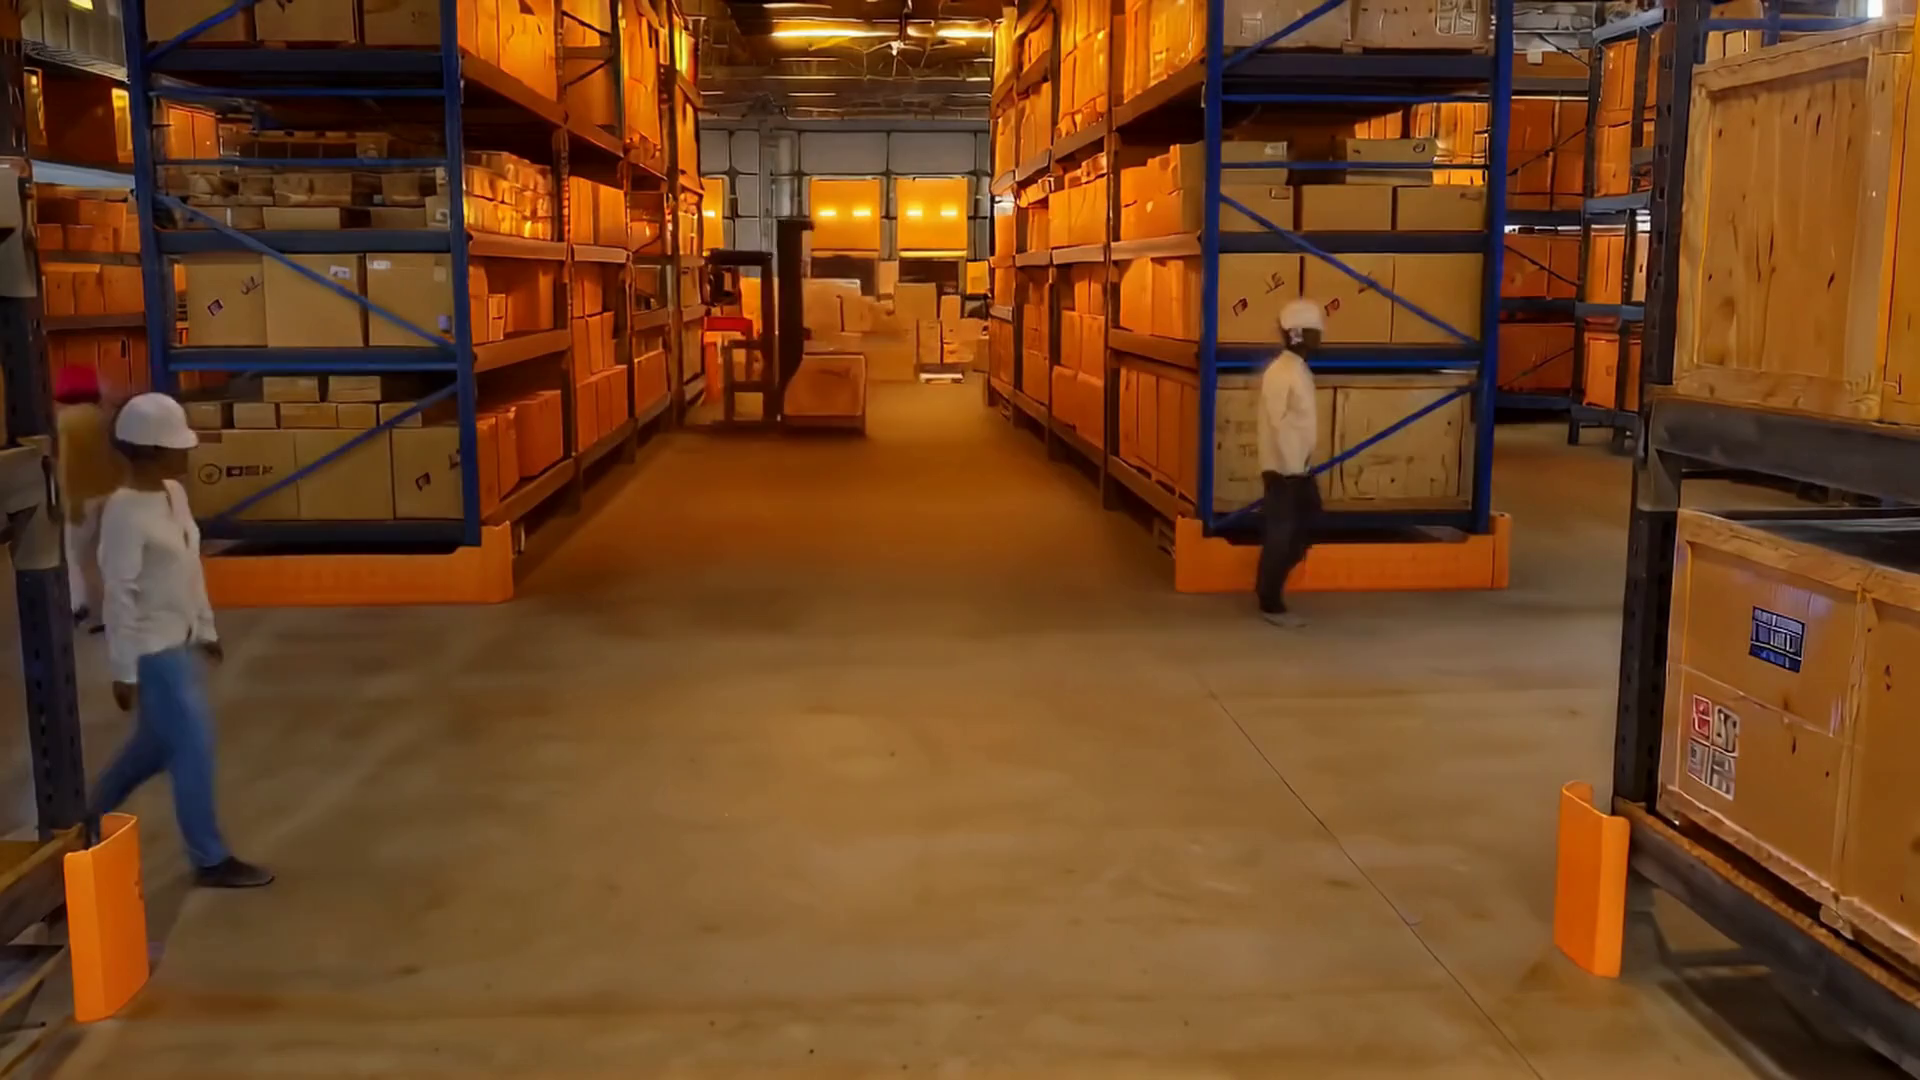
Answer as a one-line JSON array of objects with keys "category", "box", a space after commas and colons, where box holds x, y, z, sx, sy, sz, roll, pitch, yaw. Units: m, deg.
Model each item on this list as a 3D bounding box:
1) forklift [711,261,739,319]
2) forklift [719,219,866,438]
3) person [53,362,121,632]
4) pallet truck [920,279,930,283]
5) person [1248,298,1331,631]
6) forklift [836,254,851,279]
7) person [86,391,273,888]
[{"category": "forklift", "box": [-8.368, -8.713, 59.038, 1.129, 2.768, 1.873, -1, 9, -4]}, {"category": "forklift", "box": [-2.185, -2.767, 21.707, 1.873, 2.768, 1.129, -1, 9, -4]}, {"category": "person", "box": [-5.196, -0.246, 9.859, 0.658, 1.598, 0.511, 2, 9, 14]}, {"category": "pallet truck", "box": [-0.932, -8.922, 63.114, 1.885, 1.965, 0.823, 2, 9, 13]}, {"category": "person", "box": [1.967, -0.437, 9.866, 0.421, 1.980, 0.612, 5, 10, 27]}, {"category": "forklift", "box": [-3.979, -8.299, 56.443, 1.873, 2.768, 1.129, 0, 9, 3]}, {"category": "person", "box": [-2.774, 0.353, 5.681, 0.654, 1.734, 0.537, -1, 9, -7]}]
